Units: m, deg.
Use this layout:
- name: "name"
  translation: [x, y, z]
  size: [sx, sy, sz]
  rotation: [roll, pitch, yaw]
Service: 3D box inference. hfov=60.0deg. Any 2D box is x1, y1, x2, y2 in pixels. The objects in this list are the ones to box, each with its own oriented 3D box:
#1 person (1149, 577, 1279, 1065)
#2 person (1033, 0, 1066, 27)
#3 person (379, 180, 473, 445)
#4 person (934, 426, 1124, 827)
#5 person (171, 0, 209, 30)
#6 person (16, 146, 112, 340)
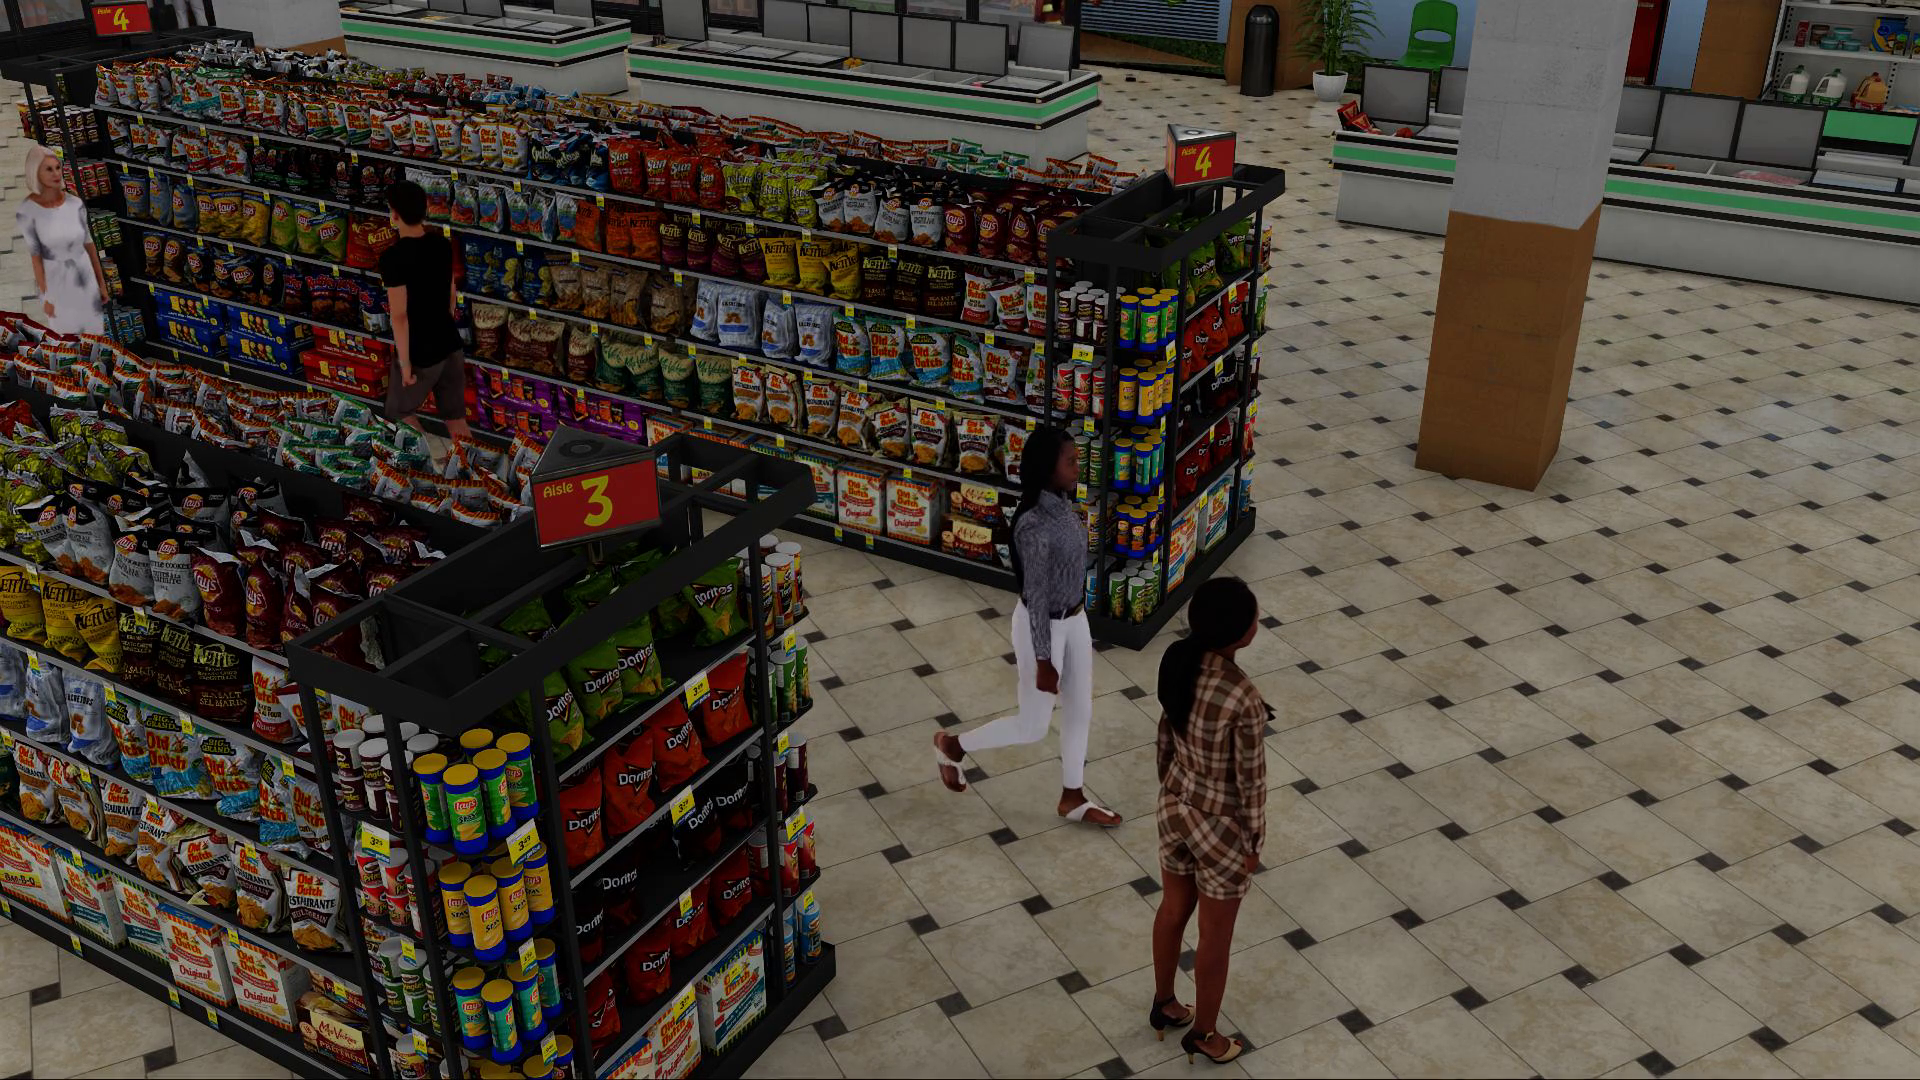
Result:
- name: "person"
  translation: [0.778, 0.915, 5.275]
  size: [0.731, 1.794, 0.624]
  rotation: [-17, 32, -30]
- name: "person"
  translation: [1.003, -5.200, 17.391]
  size: [0.716, 1.742, 0.825]
  rotation: [-20, 33, -34]
- name: "person"
  translation: [-2.818, -1.006, 9.007]
  size: [0.724, 1.845, 0.686]
  rotation: [16, 31, 29]
- name: "person"
  translation: [0.270, 0.373, 6.442]
  size: [1.023, 1.706, 0.653]
  rotation: [11, 29, 20]
- name: "person"
  translation: [-9.764, -7.081, 20.872]
  size: [0.784, 1.948, 0.841]
  rotation: [-7, 28, -14]
- name: "person"
  translation: [-5.458, -1.533, 10.153]
  size: [0.516, 1.749, 0.568]
  rotation: [16, 31, 28]
